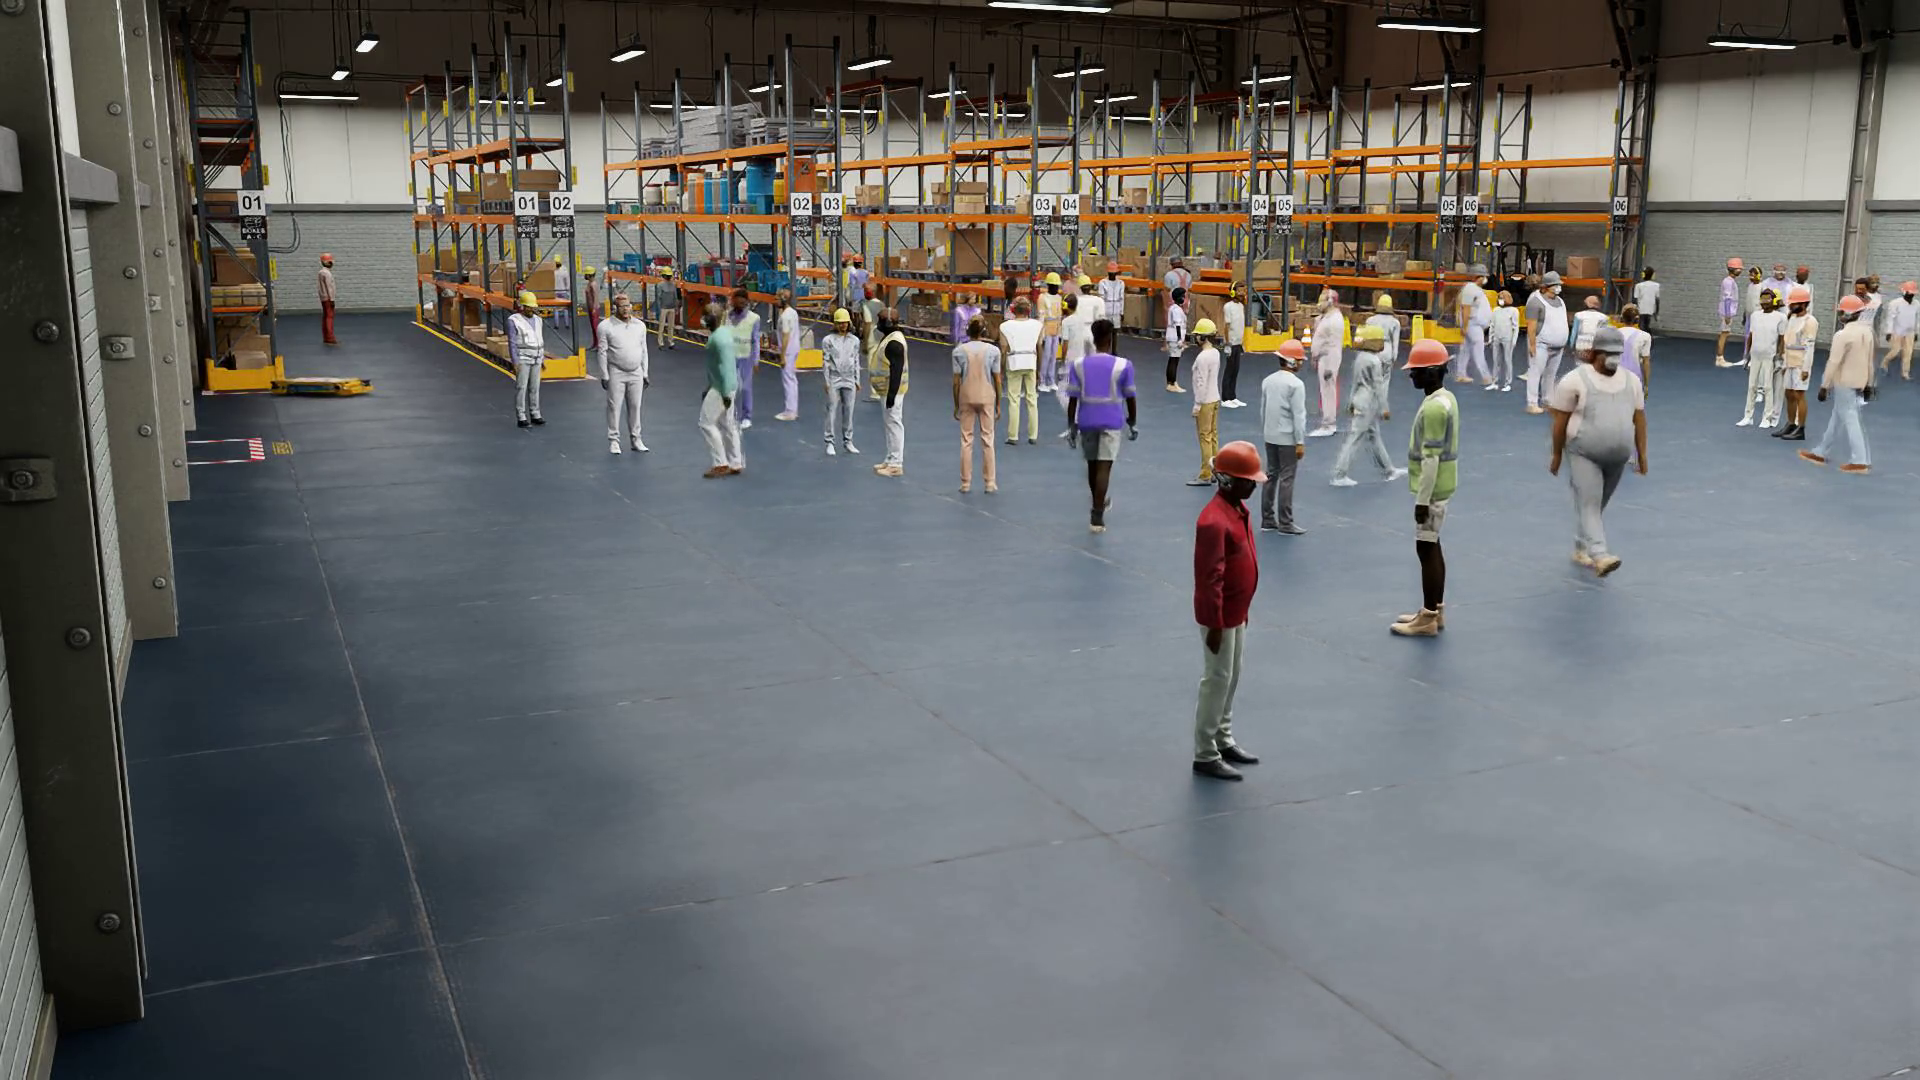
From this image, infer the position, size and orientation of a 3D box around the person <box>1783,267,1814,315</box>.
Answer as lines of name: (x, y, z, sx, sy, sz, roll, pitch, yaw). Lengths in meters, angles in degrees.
person: (15.757, -4.207, 31.342, 0.600, 1.876, 0.455, -1, 11, -7)

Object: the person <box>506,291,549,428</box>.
person: (-5.818, -2.431, 22.426, 0.404, 1.828, 0.587, 7, 13, 31)

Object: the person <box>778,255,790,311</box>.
person: (-4.951, -7.009, 45.939, 0.556, 1.734, 0.382, 5, 12, 24)

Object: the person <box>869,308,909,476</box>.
person: (-0.782, -1.633, 18.340, 0.429, 1.845, 0.621, -1, 11, -7)

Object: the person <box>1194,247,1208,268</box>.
person: (7.446, -8.241, 51.992, 0.618, 1.805, 0.523, -8, 14, -36)

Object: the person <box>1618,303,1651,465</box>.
person: (7.644, -1.789, 19.119, 0.514, 1.843, 0.327, 6, 12, 26)

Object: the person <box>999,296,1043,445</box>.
person: (0.758, -2.094, 20.664, 0.563, 1.847, 0.392, -3, 11, -14)

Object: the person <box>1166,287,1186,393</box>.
person: (3.473, -3.208, 26.725, 0.320, 1.692, 0.532, -1, 11, -4)

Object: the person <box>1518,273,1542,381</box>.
person: (9.865, -3.657, 28.613, 0.326, 1.843, 0.515, 2, 11, 9)

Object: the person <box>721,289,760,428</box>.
person: (-2.921, -2.424, 22.263, 0.615, 1.875, 0.495, 4, 12, 18)

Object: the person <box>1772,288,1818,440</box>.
person: (10.643, -2.236, 21.196, 0.388, 1.925, 0.550, 0, 11, -2)

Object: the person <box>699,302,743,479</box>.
person: (-2.647, -1.614, 18.057, 0.599, 1.920, 0.636, -1, 11, -6)

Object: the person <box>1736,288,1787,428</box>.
person: (10.797, -2.442, 22.378, 0.329, 1.872, 0.507, -10, 15, -40)

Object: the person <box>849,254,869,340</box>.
person: (-2.315, -5.507, 37.781, 0.361, 1.938, 0.545, 10, 15, 42)

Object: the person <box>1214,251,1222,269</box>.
person: (8.369, -8.561, 54.078, 0.269, 1.631, 0.509, 2, 11, 12)

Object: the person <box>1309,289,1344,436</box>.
person: (4.745, -2.294, 21.550, 0.405, 1.907, 0.646, 2, 11, 8)

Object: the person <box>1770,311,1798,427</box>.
person: (11.171, -2.317, 22.358, 0.514, 1.634, 0.312, 8, 13, 34)

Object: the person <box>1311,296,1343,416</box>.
person: (5.204, -2.630, 23.639, 0.342, 1.753, 0.531, -8, 14, -37)

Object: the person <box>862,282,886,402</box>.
person: (-1.289, -3.015, 25.386, 0.378, 1.837, 0.560, 5, 12, 26)

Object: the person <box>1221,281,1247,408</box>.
person: (4.090, -2.901, 24.712, 0.316, 1.870, 0.531, 8, 13, 34)

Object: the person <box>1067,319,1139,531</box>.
person: (1.305, -1.066, 15.285, 0.606, 1.912, 1.033, 4, 12, 22)

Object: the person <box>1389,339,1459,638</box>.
person: (3.177, -0.350, 11.346, 0.407, 2.034, 0.610, 4, 12, 20)

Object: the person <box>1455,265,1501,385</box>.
person: (8.802, -3.643, 28.044, 0.878, 2.000, 0.702, 6, 13, 28)

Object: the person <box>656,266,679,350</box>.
person: (-6.141, -4.863, 34.982, 0.359, 1.761, 0.529, 10, 15, 41)

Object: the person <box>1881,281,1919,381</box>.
person: (16.268, -3.623, 28.747, 0.586, 1.726, 0.618, 0, 11, -2)

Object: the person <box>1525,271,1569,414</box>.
person: (8.504, -2.847, 24.001, 0.688, 2.000, 0.539, -6, 13, -29)

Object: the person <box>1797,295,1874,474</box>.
person: (9.850, -1.754, 18.642, 0.641, 1.952, 0.977, -7, 13, -32)

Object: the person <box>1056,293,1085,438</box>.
person: (1.445, -2.239, 21.401, 0.405, 1.847, 0.549, 7, 13, 33)

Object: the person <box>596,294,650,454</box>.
person: (-4.027, -1.993, 20.004, 0.641, 1.908, 0.407, -8, 14, -35)

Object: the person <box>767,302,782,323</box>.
person: (-4.878, -6.535, 43.769, 0.514, 1.640, 0.310, 2, 11, 9)

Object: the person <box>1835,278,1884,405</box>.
person: (13.557, -2.992, 25.091, 0.390, 1.908, 0.586, -11, 15, -44)

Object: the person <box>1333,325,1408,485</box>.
person: (4.374, -1.420, 17.608, 0.889, 1.690, 0.506, -2, 11, -8)

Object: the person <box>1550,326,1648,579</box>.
person: (5.130, -0.720, 13.189, 0.694, 2.000, 1.053, -2, 11, -9)
